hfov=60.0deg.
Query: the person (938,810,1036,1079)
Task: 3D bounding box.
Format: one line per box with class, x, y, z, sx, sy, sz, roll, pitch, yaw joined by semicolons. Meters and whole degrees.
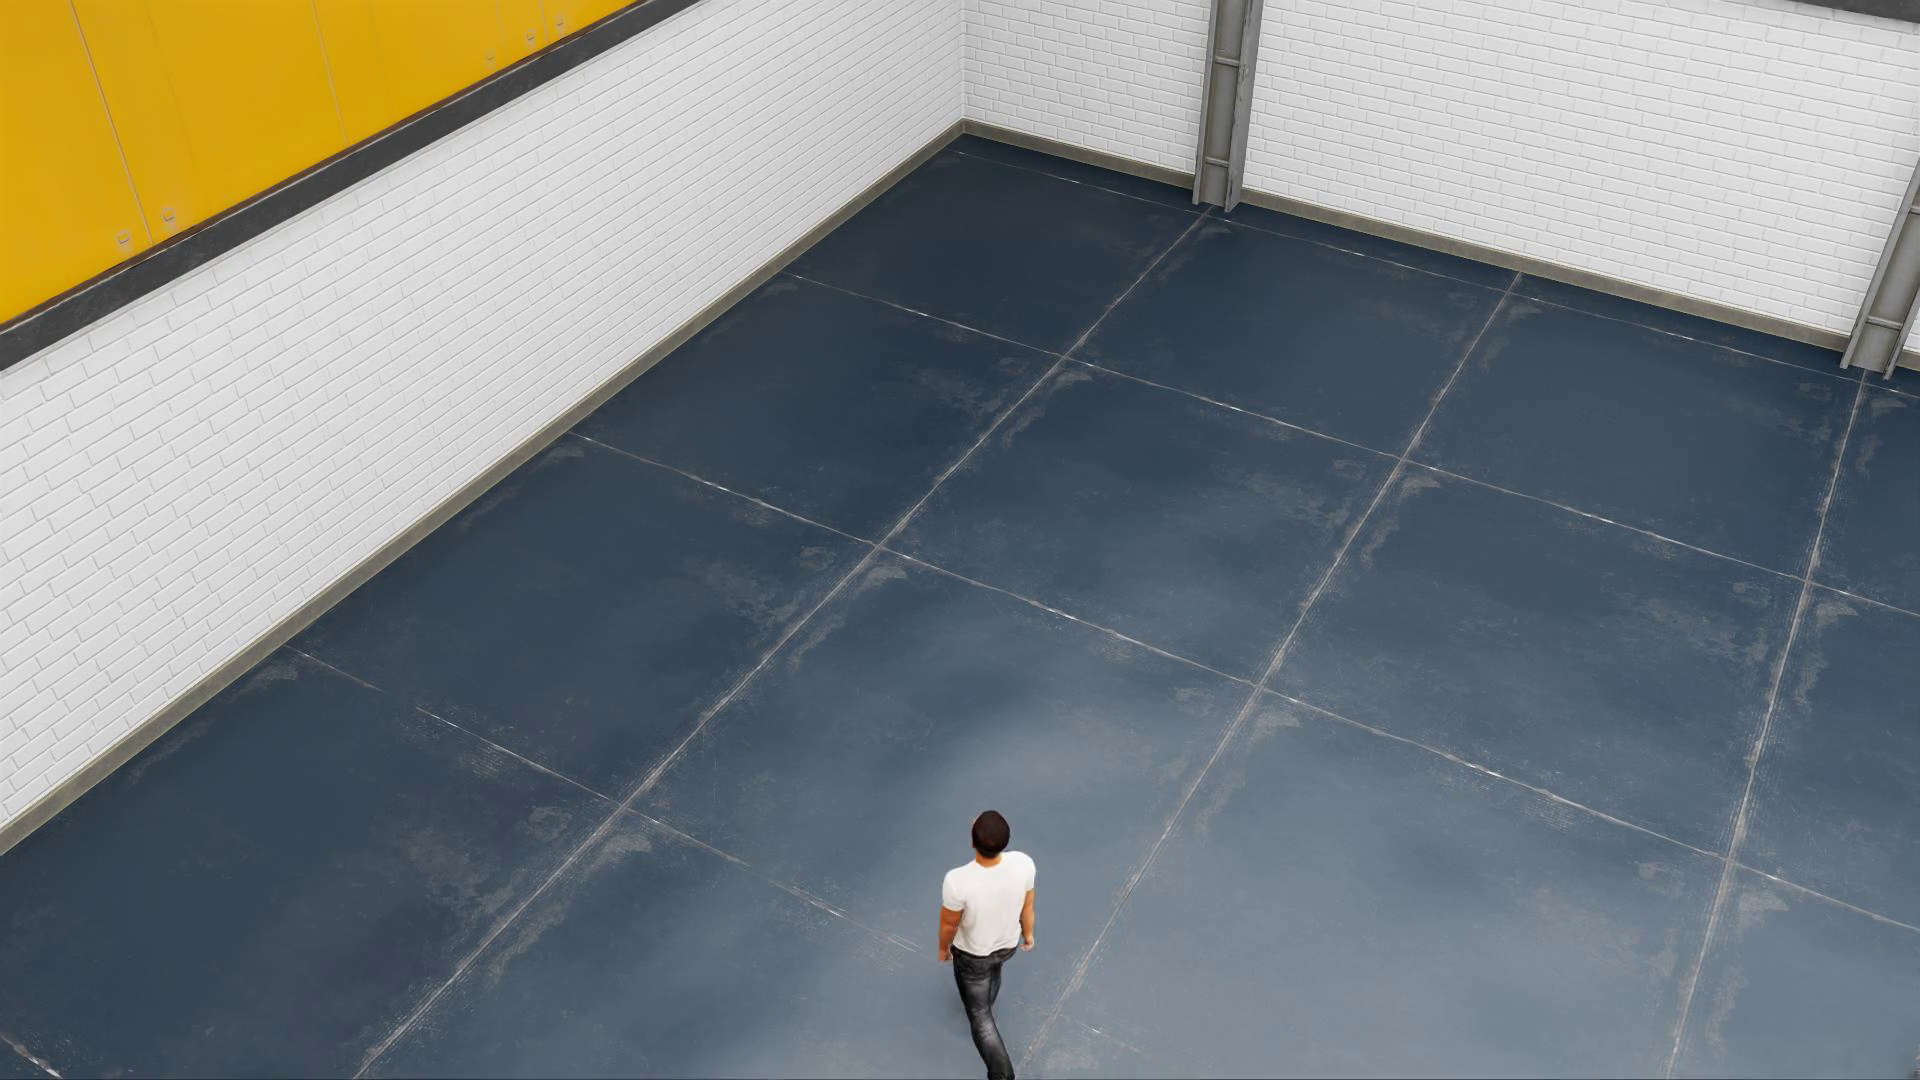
person;0.161;2.077;8.306;1.062;1.775;1.209;-16;41;-19
